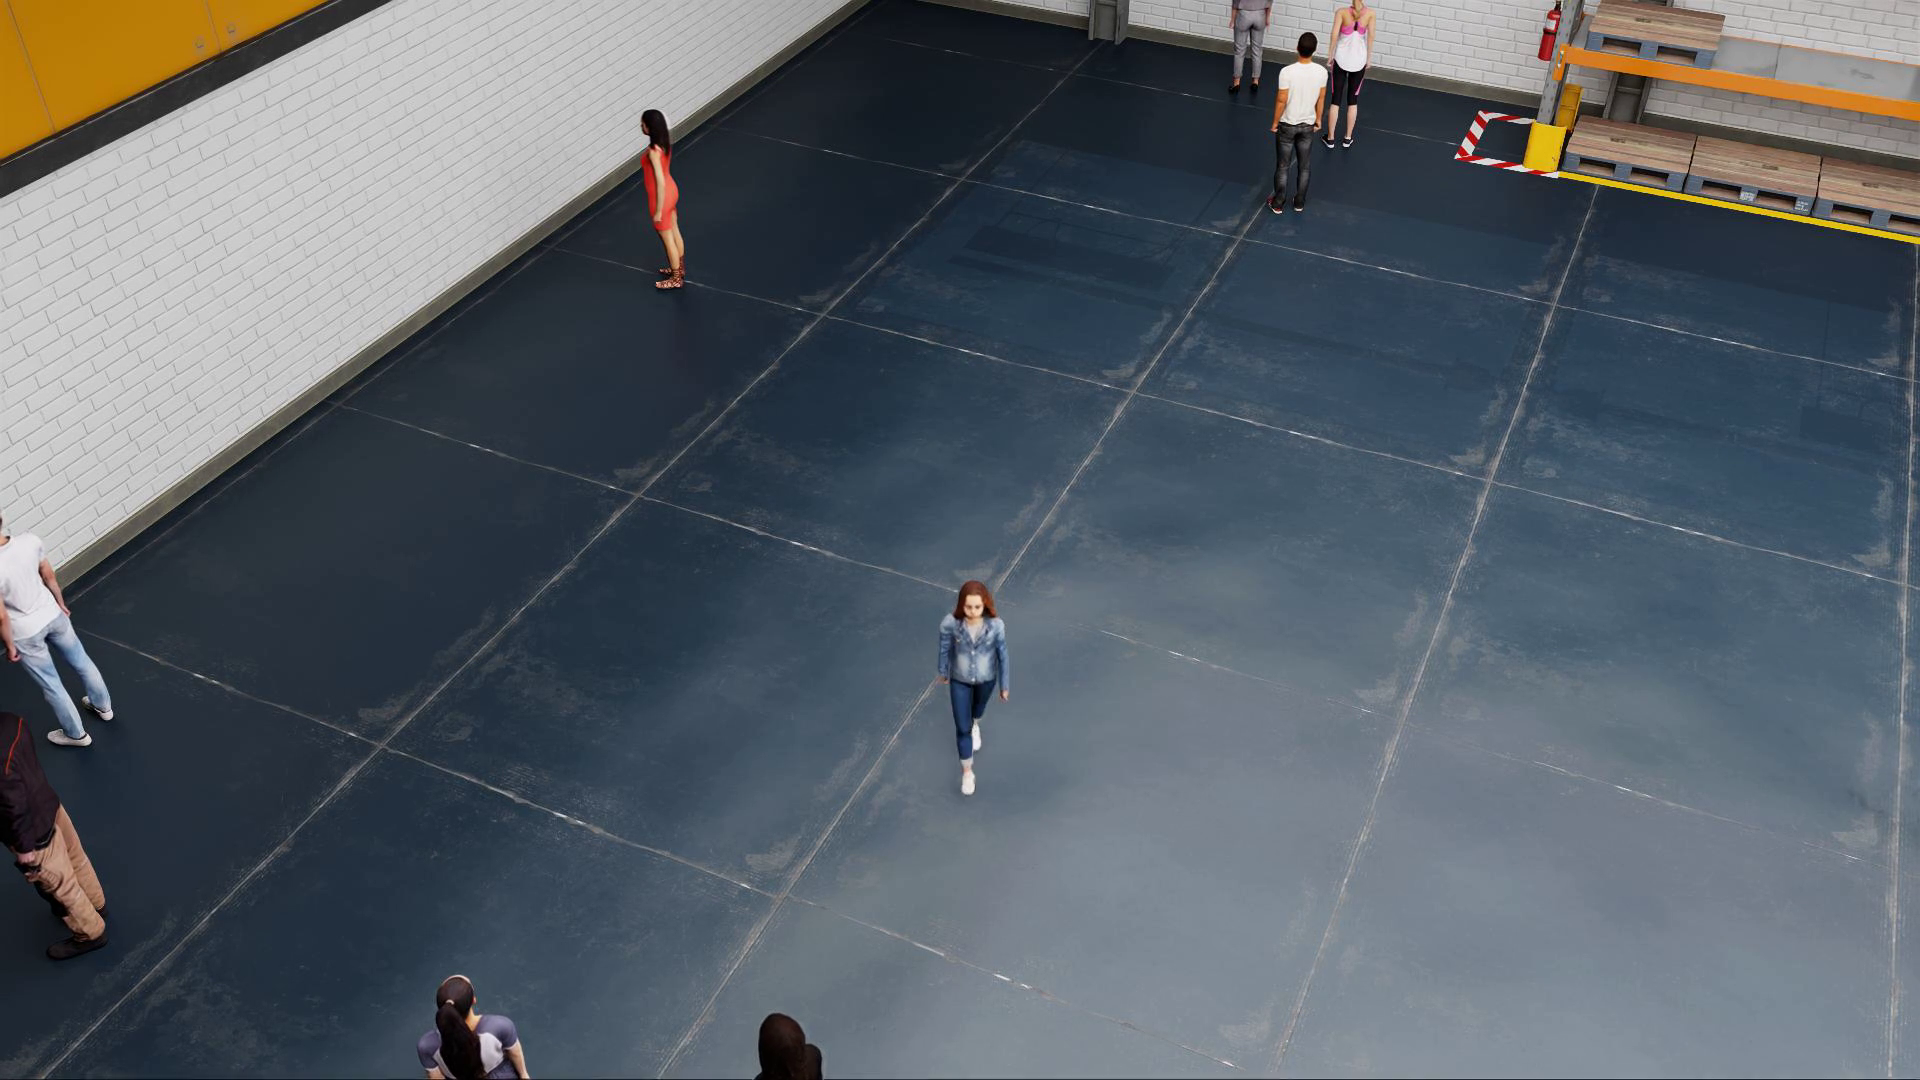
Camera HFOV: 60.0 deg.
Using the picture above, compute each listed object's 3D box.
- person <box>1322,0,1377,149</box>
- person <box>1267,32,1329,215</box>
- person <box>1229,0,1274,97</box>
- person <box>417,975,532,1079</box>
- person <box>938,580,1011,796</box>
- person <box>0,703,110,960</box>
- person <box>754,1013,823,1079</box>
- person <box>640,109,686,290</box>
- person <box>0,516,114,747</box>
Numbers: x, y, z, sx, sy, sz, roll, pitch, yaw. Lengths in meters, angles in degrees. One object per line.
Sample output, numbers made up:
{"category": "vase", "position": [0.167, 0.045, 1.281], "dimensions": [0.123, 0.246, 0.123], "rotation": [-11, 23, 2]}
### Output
{"category": "person", "position": [4.057, -4.964, 17.337], "dimensions": [0.589, 1.788, 0.733], "rotation": [2, 39, 3]}
{"category": "person", "position": [3.276, -4.058, 16.192], "dimensions": [0.666, 1.803, 0.782], "rotation": [-5, 39, -6]}
{"category": "person", "position": [3.211, -5.756, 18.418], "dimensions": [0.684, 1.677, 0.781], "rotation": [-4, 39, -5]}
{"category": "person", "position": [-2.268, 2.629, 7.941], "dimensions": [0.663, 1.650, 0.732], "rotation": [-11, 40, -13]}
{"category": "person", "position": [0.086, 0.801, 10.393], "dimensions": [0.986, 1.447, 0.928], "rotation": [-2, 39, -2]}
{"category": "person", "position": [-5.074, 1.534, 9.092], "dimensions": [0.831, 1.925, 0.788], "rotation": [-10, 40, -12]}
{"category": "person", "position": [-0.765, 2.770, 7.771], "dimensions": [0.592, 1.641, 0.622], "rotation": [29, 47, 31]}
{"category": "person", "position": [-2.682, -3.079, 15.033], "dimensions": [0.629, 1.719, 0.656], "rotation": [2, 39, 3]}
{"category": "person", "position": [-5.781, 0.529, 10.411], "dimensions": [0.558, 1.850, 0.654], "rotation": [13, 41, 16]}
